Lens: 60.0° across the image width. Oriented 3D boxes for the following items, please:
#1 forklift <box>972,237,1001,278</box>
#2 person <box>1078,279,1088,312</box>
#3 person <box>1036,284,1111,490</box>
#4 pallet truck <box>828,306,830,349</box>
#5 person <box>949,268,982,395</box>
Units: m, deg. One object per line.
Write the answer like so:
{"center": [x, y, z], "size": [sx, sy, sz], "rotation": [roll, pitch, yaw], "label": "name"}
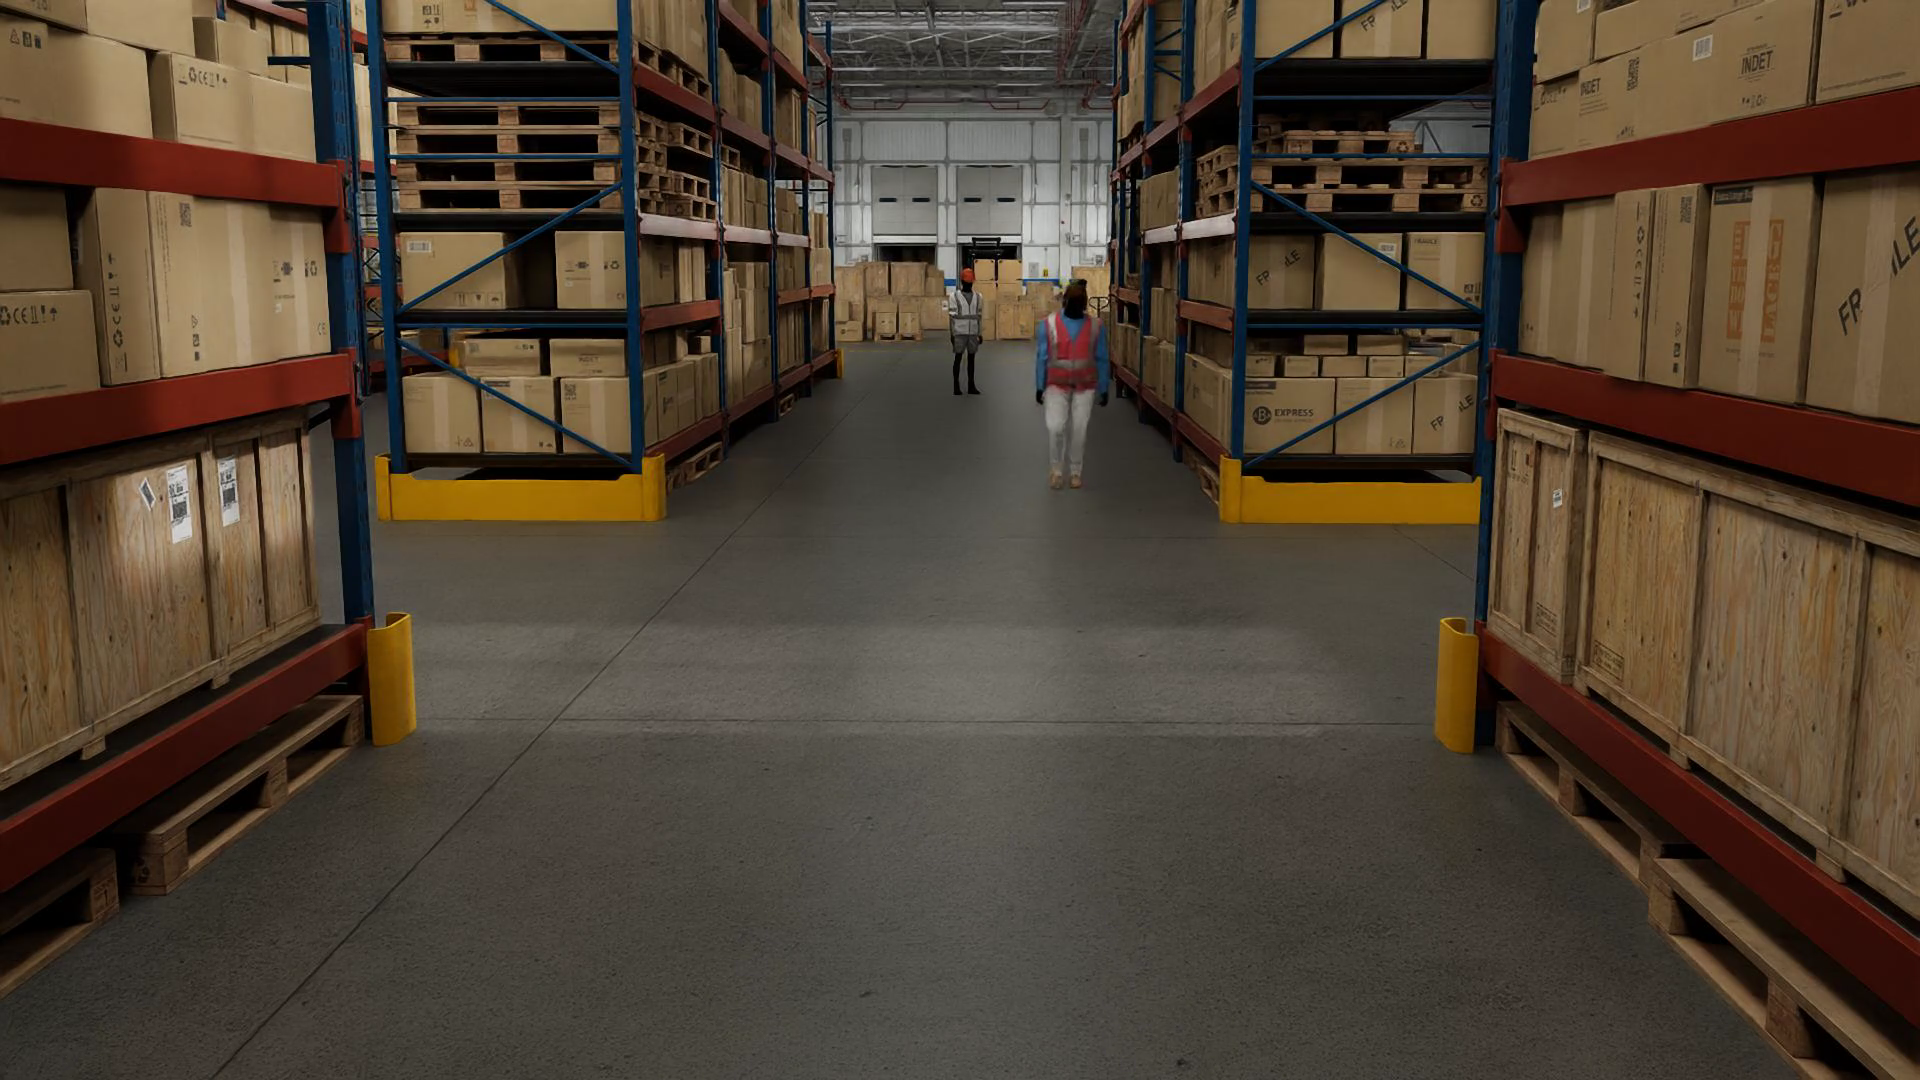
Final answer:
{"center": [0.842, -8.322, 53.409], "size": [1.129, 2.768, 1.873], "rotation": [0, 9, 1], "label": "forklift"}
{"center": [2.733, -5.156, 38.157], "size": [0.915, 1.639, 0.508], "rotation": [0, 9, -1], "label": "person"}
{"center": [1.015, -1.342, 14.737], "size": [0.661, 1.826, 0.653], "rotation": [0, 9, -3], "label": "person"}
{"center": [-3.100, -3.940, 29.800], "size": [1.885, 1.965, 0.823], "rotation": [3, 10, 19], "label": "pallet truck"}
{"center": [0.101, -3.185, 25.460], "size": [0.543, 1.938, 0.356], "rotation": [-4, 10, -22], "label": "person"}
